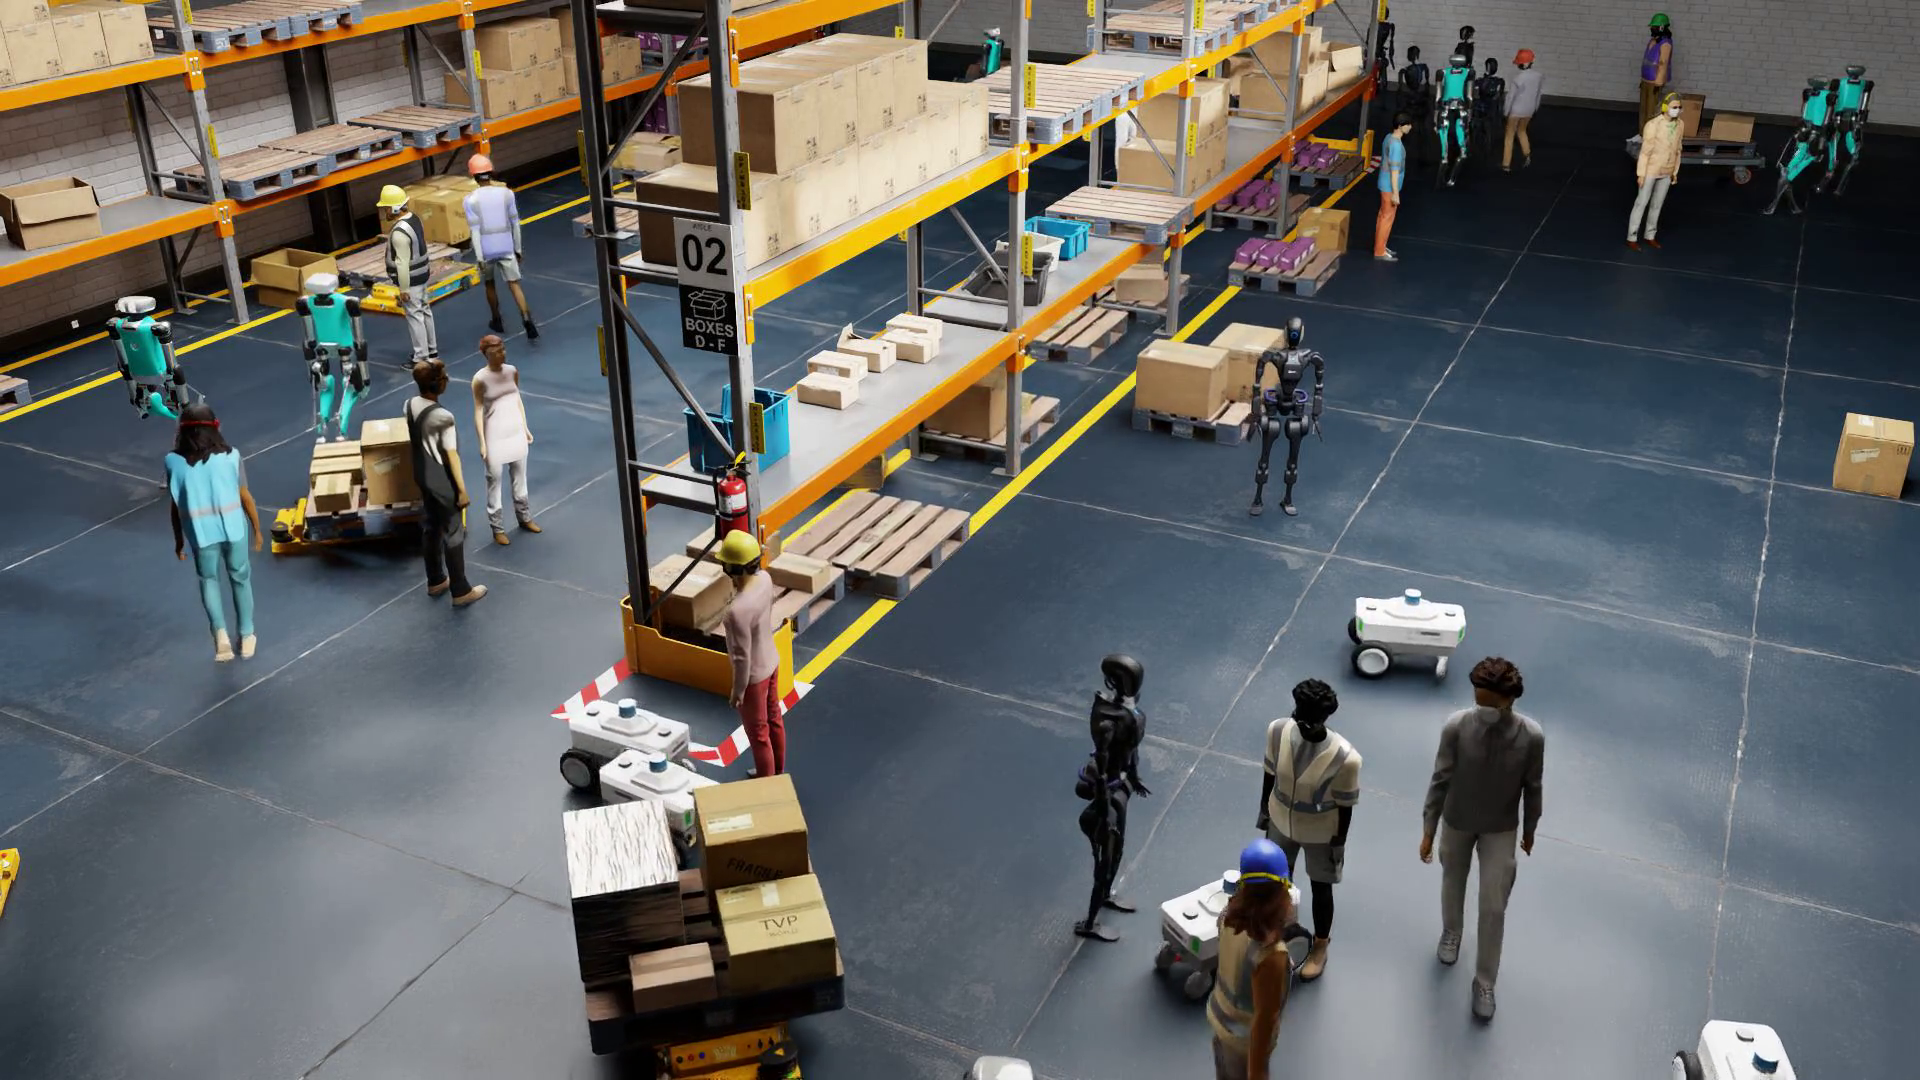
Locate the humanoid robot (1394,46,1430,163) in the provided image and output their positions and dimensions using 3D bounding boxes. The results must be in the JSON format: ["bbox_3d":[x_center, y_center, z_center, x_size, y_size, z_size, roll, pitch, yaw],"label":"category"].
[{"bbox_3d":[6.505,-6.268,23.902,0.590,1.622,0.749,-13,29,-24],"label":"humanoid robot"}]

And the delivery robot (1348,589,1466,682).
[{"bbox_3d":[2.982,0.626,11.211,0.784,0.613,0.519,4,27,8],"label":"delivery robot"}]

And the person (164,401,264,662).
[{"bbox_3d":[-4.917,-0.013,11.015,0.558,1.851,0.535,-9,28,-18],"label":"person"}]

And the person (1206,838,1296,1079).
[{"bbox_3d":[1.199,2.092,6.896,0.413,1.731,0.650,-6,27,-12],"label":"person"}]

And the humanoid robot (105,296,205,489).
[{"bbox_3d":[-6.377,-1.236,13.470,0.533,1.677,0.735,5,27,9],"label":"humanoid robot"}]

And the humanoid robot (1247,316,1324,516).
[{"bbox_3d":[2.578,-0.975,13.143,0.599,1.657,0.315,1,26,2],"label":"humanoid robot"}]

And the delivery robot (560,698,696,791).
[{"bbox_3d":[-1.974,1.227,9.970,0.777,0.587,0.499,12,29,23],"label":"delivery robot"}]

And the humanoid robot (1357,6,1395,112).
[{"bbox_3d":[6.798,-7.826,27.023,0.583,1.636,0.614,-12,29,-22],"label":"humanoid robot"}]

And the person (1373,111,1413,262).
[{"bbox_3d":[5.061,-4.136,19.457,0.343,1.758,0.504,2,26,4],"label":"person"}]

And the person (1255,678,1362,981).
[{"bbox_3d":[1.719,1.421,8.305,0.534,1.692,0.320,21,33,36],"label":"person"}]

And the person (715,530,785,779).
[{"bbox_3d":[-1.208,0.749,9.577,0.321,1.769,0.523,6,27,12],"label":"person"}]

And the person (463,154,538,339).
[{"bbox_3d":[-4.704,-2.956,16.918,0.544,1.900,0.850,-14,30,-26],"label":"person"}]

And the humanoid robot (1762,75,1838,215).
[{"bbox_3d":[10.630,-4.988,21.301,0.802,1.848,0.564,-6,27,-12],"label":"humanoid robot"}]

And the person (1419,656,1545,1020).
[{"bbox_3d":[2.533,1.416,8.124,0.555,1.866,0.820,9,28,18],"label":"person"}]

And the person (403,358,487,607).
[{"bbox_3d":[-3.697,-0.412,11.851,0.500,1.837,0.339,19,32,33],"label":"person"}]

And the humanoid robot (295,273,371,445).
[{"bbox_3d":[-5.157,-1.219,13.648,0.536,1.861,0.673,2,26,4],"label":"humanoid robot"}]

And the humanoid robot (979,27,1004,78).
[{"bbox_3d":[0.255,-6.692,24.649,0.758,1.780,0.536,13,29,24],"label":"humanoid robot"}]

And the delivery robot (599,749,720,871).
[{"bbox_3d":[-1.678,1.495,9.453,0.805,0.609,0.499,16,30,28],"label":"delivery robot"}]

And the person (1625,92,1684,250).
[{"bbox_3d":[8.328,-4.415,19.899,0.561,1.870,0.389,-8,28,-16],"label":"person"}]

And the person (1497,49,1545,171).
[{"bbox_3d":[7.843,-6.031,23.321,0.585,1.712,0.455,-9,28,-18],"label":"person"}]

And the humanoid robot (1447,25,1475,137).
[{"bbox_3d":[7.637,-6.963,25.262,0.430,1.648,0.584,-5,27,-10],"label":"humanoid robot"}]

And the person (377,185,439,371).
[{"bbox_3d":[-5.363,-2.551,16.183,0.403,1.825,0.589,-1,26,-2],"label":"person"}]

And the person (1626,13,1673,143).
[{"bbox_3d":[10.313,-6.840,24.739,0.431,1.919,0.550,-2,26,-4],"label":"person"}]

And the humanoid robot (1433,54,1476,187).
[{"bbox_3d":[6.650,-5.550,22.443,0.557,1.870,0.724,2,26,5],"label":"humanoid robot"}]

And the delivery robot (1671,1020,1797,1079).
[{"bbox_3d":[3.530,2.492,7.405,0.499,0.579,0.753,4,27,7],"label":"delivery robot"}]

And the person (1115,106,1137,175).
[{"bbox_3d":[2.139,-4.586,20.211,0.744,1.897,0.398,-21,33,-36],"label":"person"}]

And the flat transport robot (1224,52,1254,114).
[{"bbox_3d":[4.690,-6.969,26.855,1.431,0.231,0.659,21,33,36],"label":"flat transport robot"}]

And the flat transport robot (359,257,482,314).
[{"bbox_3d":[-5.955,-2.829,18.493,0.659,0.231,1.431,10,28,19],"label":"flat transport robot"}]

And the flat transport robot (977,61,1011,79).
[{"bbox_3d":[0.579,-6.578,26.065,1.431,0.231,0.659,0,26,-1],"label":"flat transport robot"}]

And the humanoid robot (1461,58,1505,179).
[{"bbox_3d":[7.208,-5.820,22.956,0.590,1.641,0.418,-8,27,-16],"label":"humanoid robot"}]

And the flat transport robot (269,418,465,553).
[{"bbox_3d":[-4.661,-0.186,13.155,1.431,0.231,0.659,-7,27,-13],"label":"flat transport robot"}]

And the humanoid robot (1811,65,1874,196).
[{"bbox_3d":[11.627,-5.274,21.808,0.532,1.747,0.964,4,27,8],"label":"humanoid robot"}]

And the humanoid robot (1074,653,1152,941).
[{"bbox_3d":[0.782,1.301,8.563,0.308,1.652,0.601,11,28,21],"label":"humanoid robot"}]

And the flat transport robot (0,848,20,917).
[{"bbox_3d":[-5.370,2.065,8.607,0.659,0.231,1.431,-8,27,-16],"label":"flat transport robot"}]

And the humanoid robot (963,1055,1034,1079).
[{"bbox_3d":[0.337,2.559,5.976,1.035,1.743,0.554,-4,27,-7],"label":"humanoid robot"}]

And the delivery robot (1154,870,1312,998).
[{"bbox_3d":[1.395,1.961,8.515,0.815,0.612,0.499,-14,30,-26],"label":"delivery robot"}]

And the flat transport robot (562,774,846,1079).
[{"bbox_3d":[-1.245,2.228,8.277,0.659,0.231,1.431,-7,27,-14],"label":"flat transport robot"}]

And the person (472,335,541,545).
[{"bbox_3d":[-3.504,-0.778,12.787,0.274,1.651,0.460,22,34,37],"label":"person"}]
